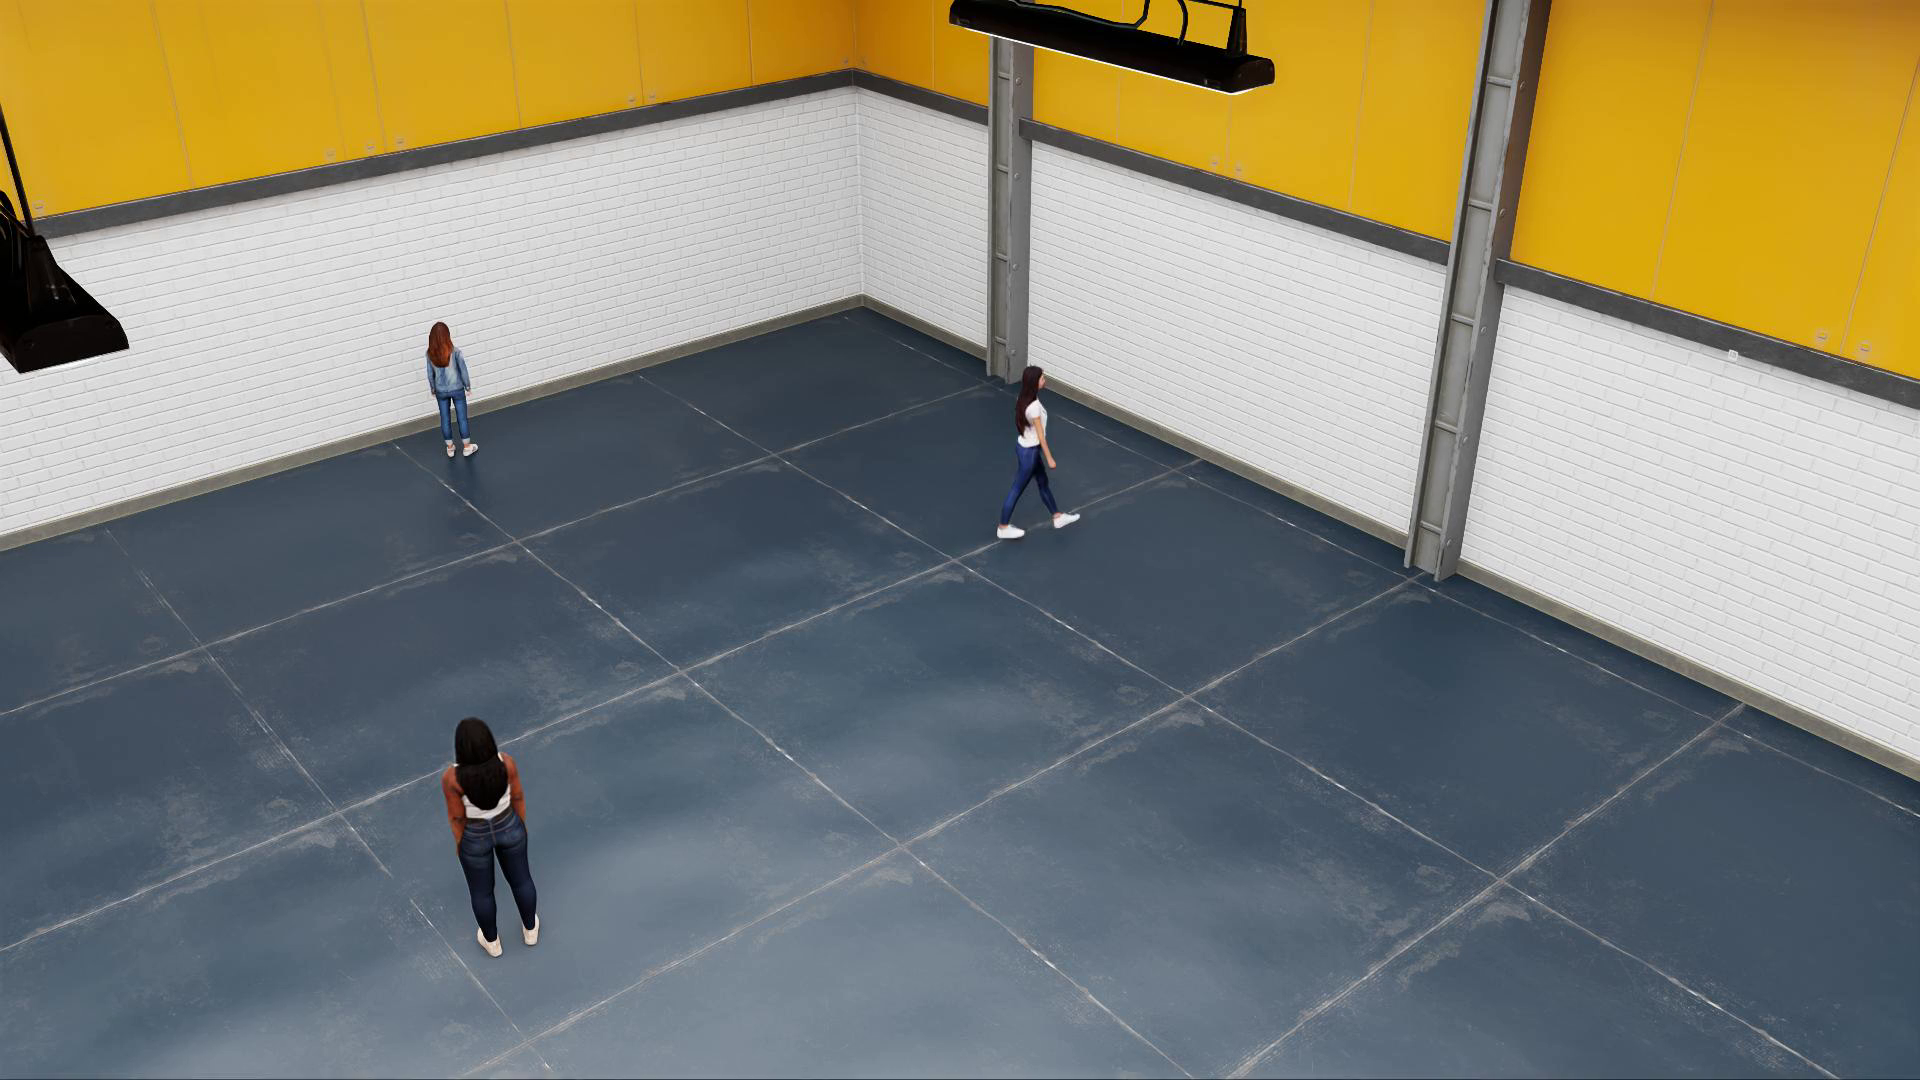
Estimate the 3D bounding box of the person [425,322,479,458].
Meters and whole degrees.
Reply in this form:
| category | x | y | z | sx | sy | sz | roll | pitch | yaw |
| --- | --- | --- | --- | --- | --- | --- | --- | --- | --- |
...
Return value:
| category | x | y | z | sx | sy | sz | roll | pitch | yaw |
| --- | --- | --- | --- | --- | --- | --- | --- | --- | --- |
| person | -5.350 | -1.579 | 17.417 | 0.642 | 1.475 | 0.678 | -1 | 29 | -1 |

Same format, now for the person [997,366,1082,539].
| category | x | y | z | sx | sy | sz | roll | pitch | yaw |
| --- | --- | --- | --- | --- | --- | --- | --- | --- | --- |
| person | 0.553 | -0.775 | 15.672 | 1.036 | 1.737 | 1.067 | -2 | 29 | -4 |

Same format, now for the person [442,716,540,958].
| category | x | y | z | sx | sy | sz | roll | pitch | yaw |
| --- | --- | --- | --- | --- | --- | --- | --- | --- | --- |
| person | -3.011 | 1.897 | 10.697 | 0.698 | 1.810 | 0.683 | -13 | 31 | -22 |
